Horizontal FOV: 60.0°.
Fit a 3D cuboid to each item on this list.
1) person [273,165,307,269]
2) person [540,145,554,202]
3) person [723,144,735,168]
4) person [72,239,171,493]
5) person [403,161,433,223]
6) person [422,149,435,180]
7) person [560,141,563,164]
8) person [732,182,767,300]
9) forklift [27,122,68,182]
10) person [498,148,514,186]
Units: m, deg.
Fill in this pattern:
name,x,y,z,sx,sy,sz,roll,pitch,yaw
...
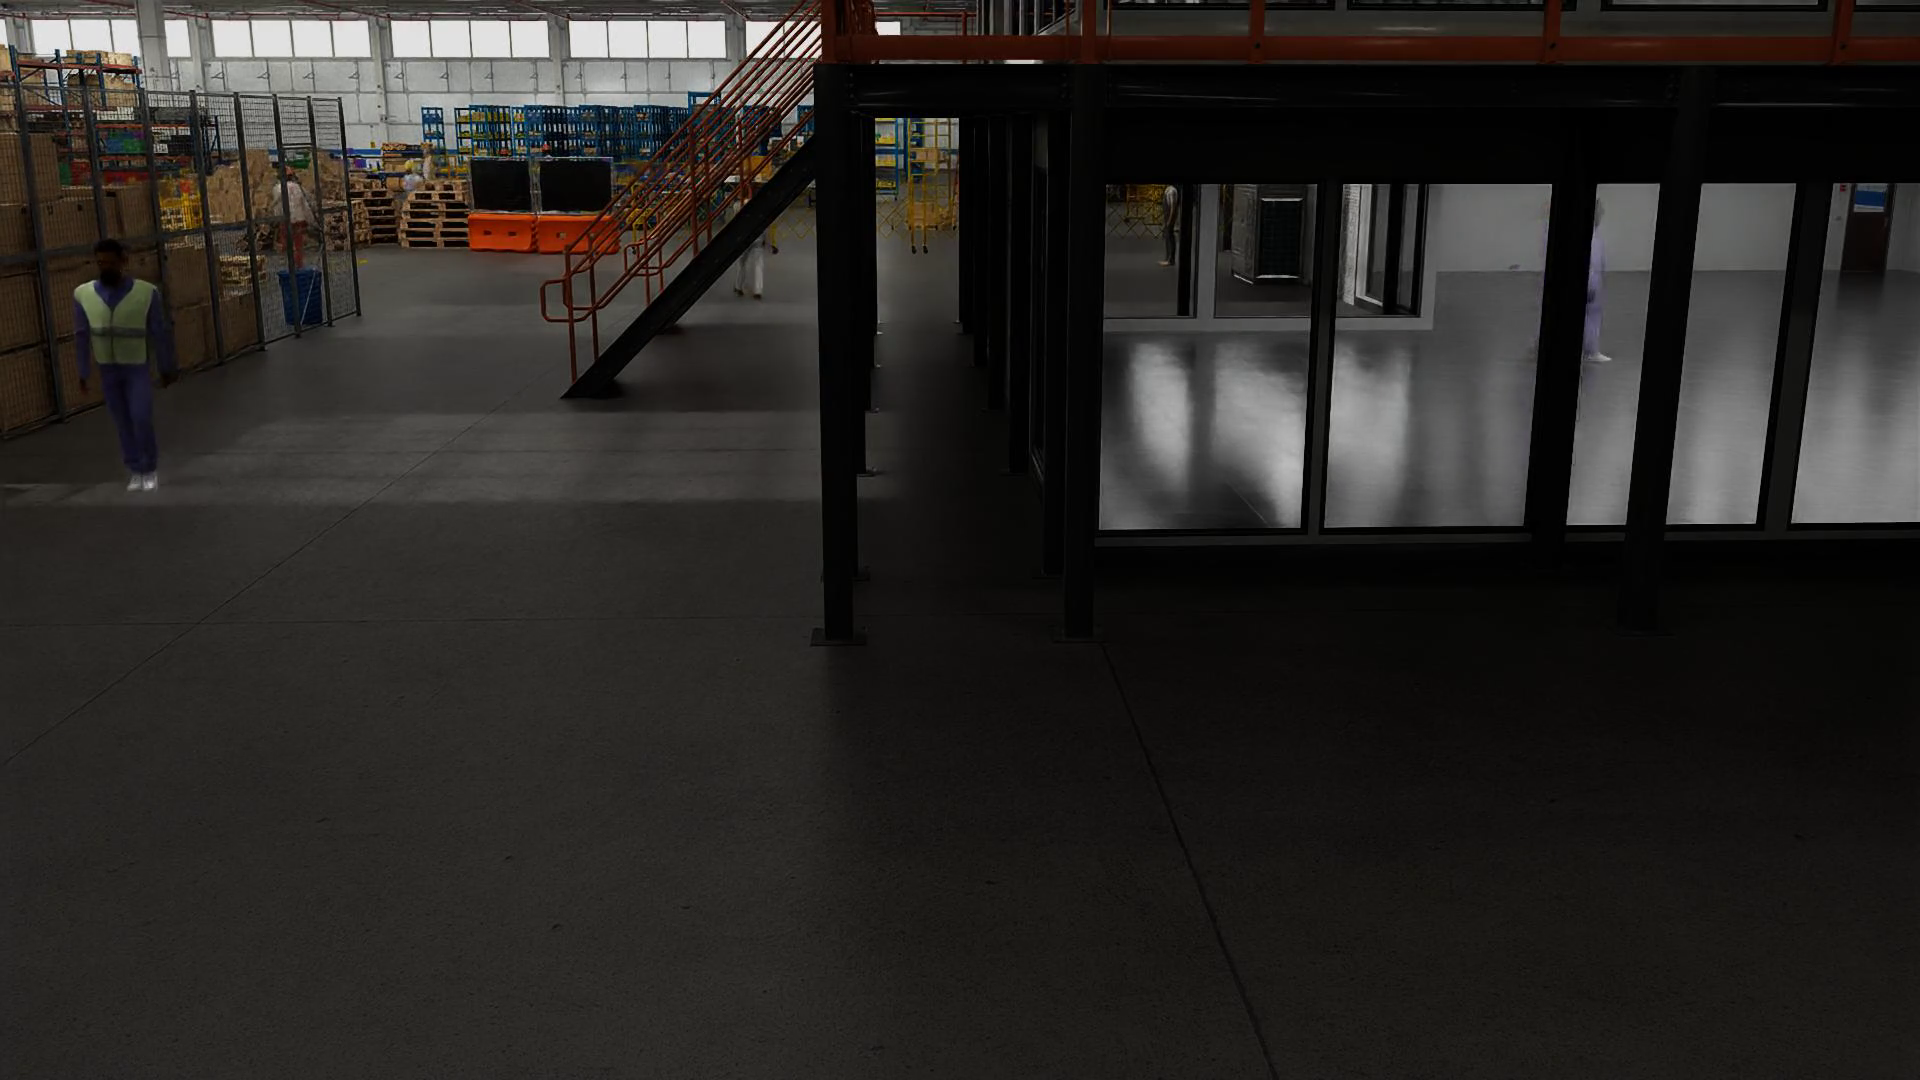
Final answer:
name,x,y,z,sx,sy,sz,roll,pitch,yaw
person,-12.681,-6.087,31.496,0.642,1.971,0.537,-11,18,-36
person,-14.274,-12.627,57.505,0.387,2.039,0.615,-3,14,-10
person,-11.167,-18.238,80.469,0.606,1.781,0.948,0,14,0
person,-6.272,-1.283,12.433,0.615,1.898,0.565,-3,14,-10
person,-14.243,-8.999,43.498,0.604,1.804,0.809,10,17,34
person,-19.173,-13.165,60.043,1.019,1.857,0.657,-7,15,-25
person,-21.763,-20.921,91.047,0.382,1.845,0.571,-3,14,-13
person,-3.364,-4.776,26.533,0.583,1.831,0.976,-6,15,-21
forklift,-35.376,-14.773,64.377,1.129,2.768,1.873,-1,14,-2
person,-15.444,-12.353,56.630,0.543,1.932,0.376,1,14,5
